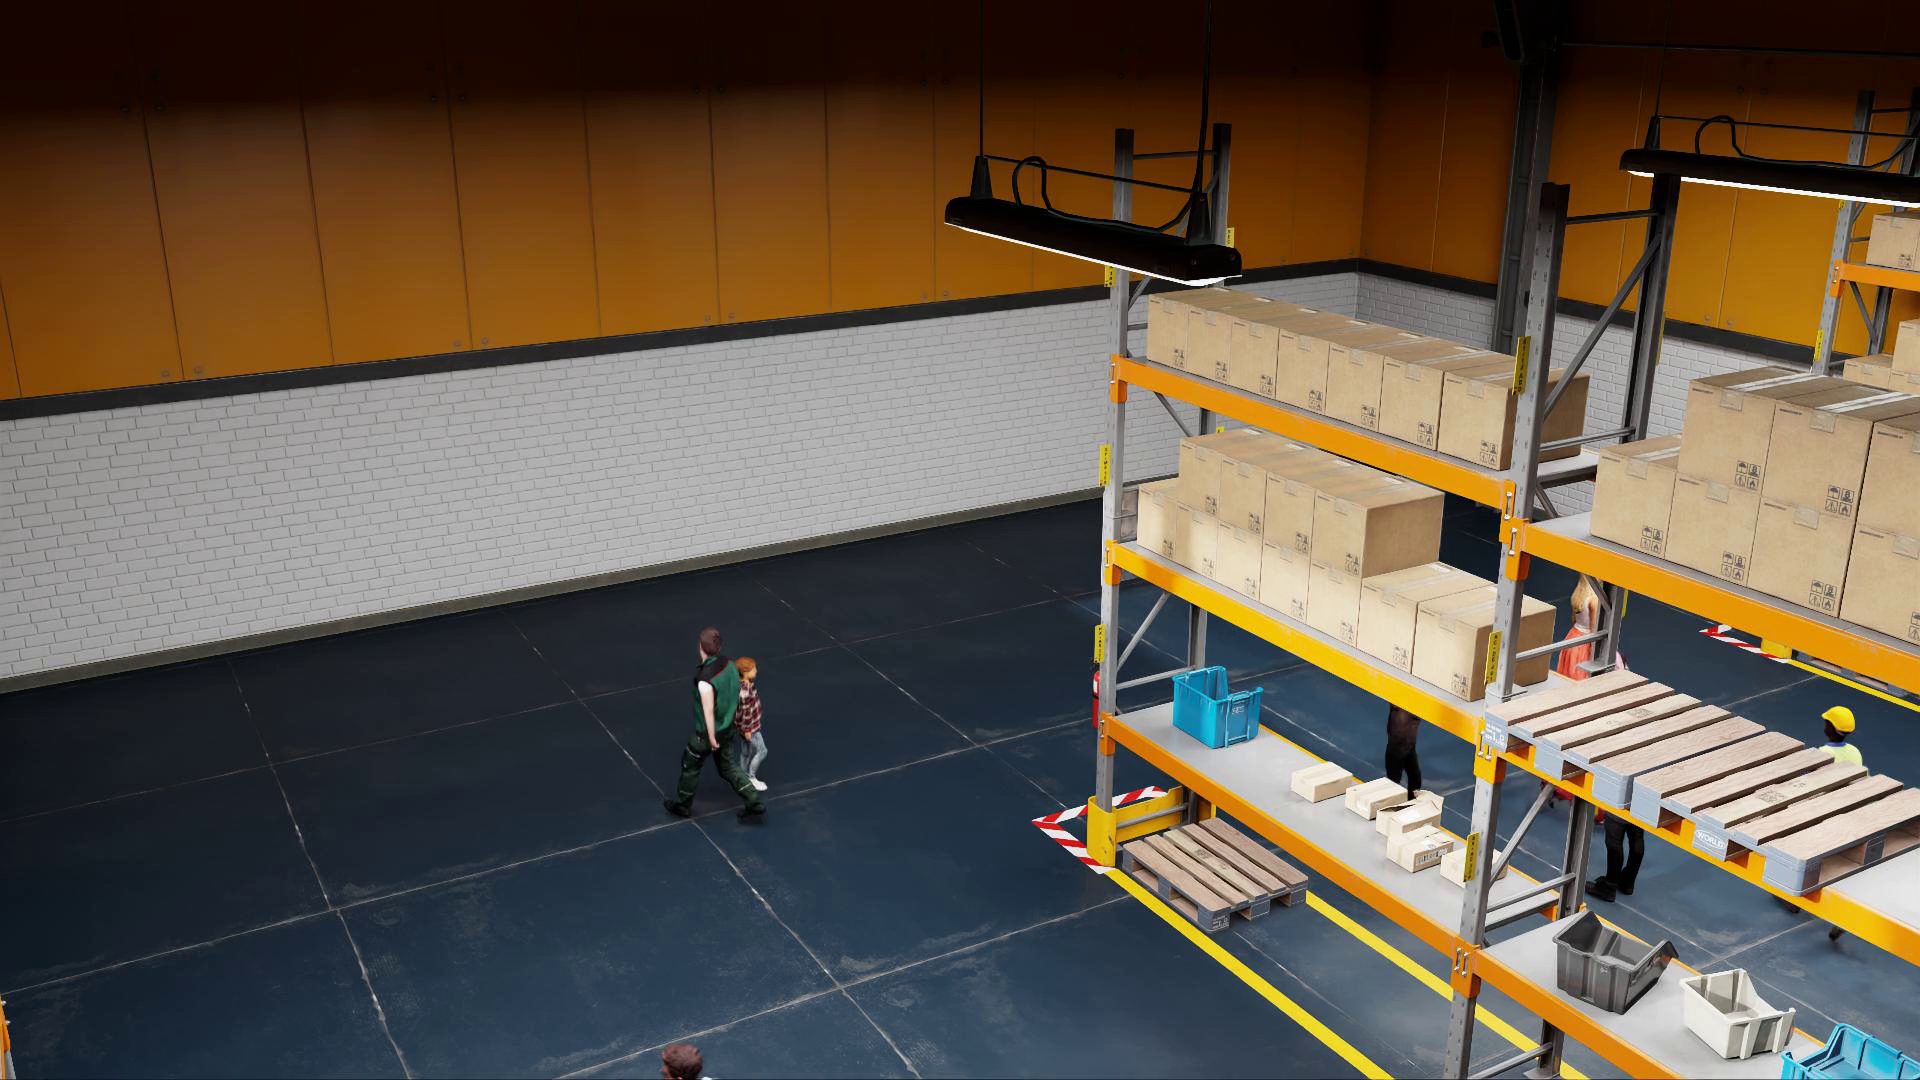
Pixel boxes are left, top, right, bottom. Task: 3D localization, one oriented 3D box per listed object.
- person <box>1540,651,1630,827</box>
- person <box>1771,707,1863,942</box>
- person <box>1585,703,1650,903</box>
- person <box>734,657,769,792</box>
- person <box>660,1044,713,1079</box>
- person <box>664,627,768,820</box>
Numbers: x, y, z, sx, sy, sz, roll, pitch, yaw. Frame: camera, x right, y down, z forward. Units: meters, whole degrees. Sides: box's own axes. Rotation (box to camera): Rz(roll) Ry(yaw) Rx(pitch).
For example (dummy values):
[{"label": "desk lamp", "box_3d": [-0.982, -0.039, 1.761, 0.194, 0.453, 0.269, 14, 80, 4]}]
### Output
[{"label": "person", "box_3d": [5.457, 1.712, 14.430, 1.067, 1.612, 0.938, 10, 21, 27]}, {"label": "person", "box_3d": [6.680, 2.183, 12.760, 0.869, 1.784, 1.194, -6, 19, -16]}, {"label": "person", "box_3d": [5.315, 2.034, 13.215, 0.630, 1.776, 0.609, -9, 20, -24]}, {"label": "person", "box_3d": [-1.981, 1.668, 15.045, 0.668, 1.301, 0.558, -3, 19, -10]}, {"label": "person", "box_3d": [-1.371, 3.480, 8.821, 0.779, 1.840, 0.748, 8, 20, 22]}, {"label": "person", "box_3d": [-2.048, 1.646, 14.371, 1.255, 1.773, 1.058, 7, 20, 21]}]
